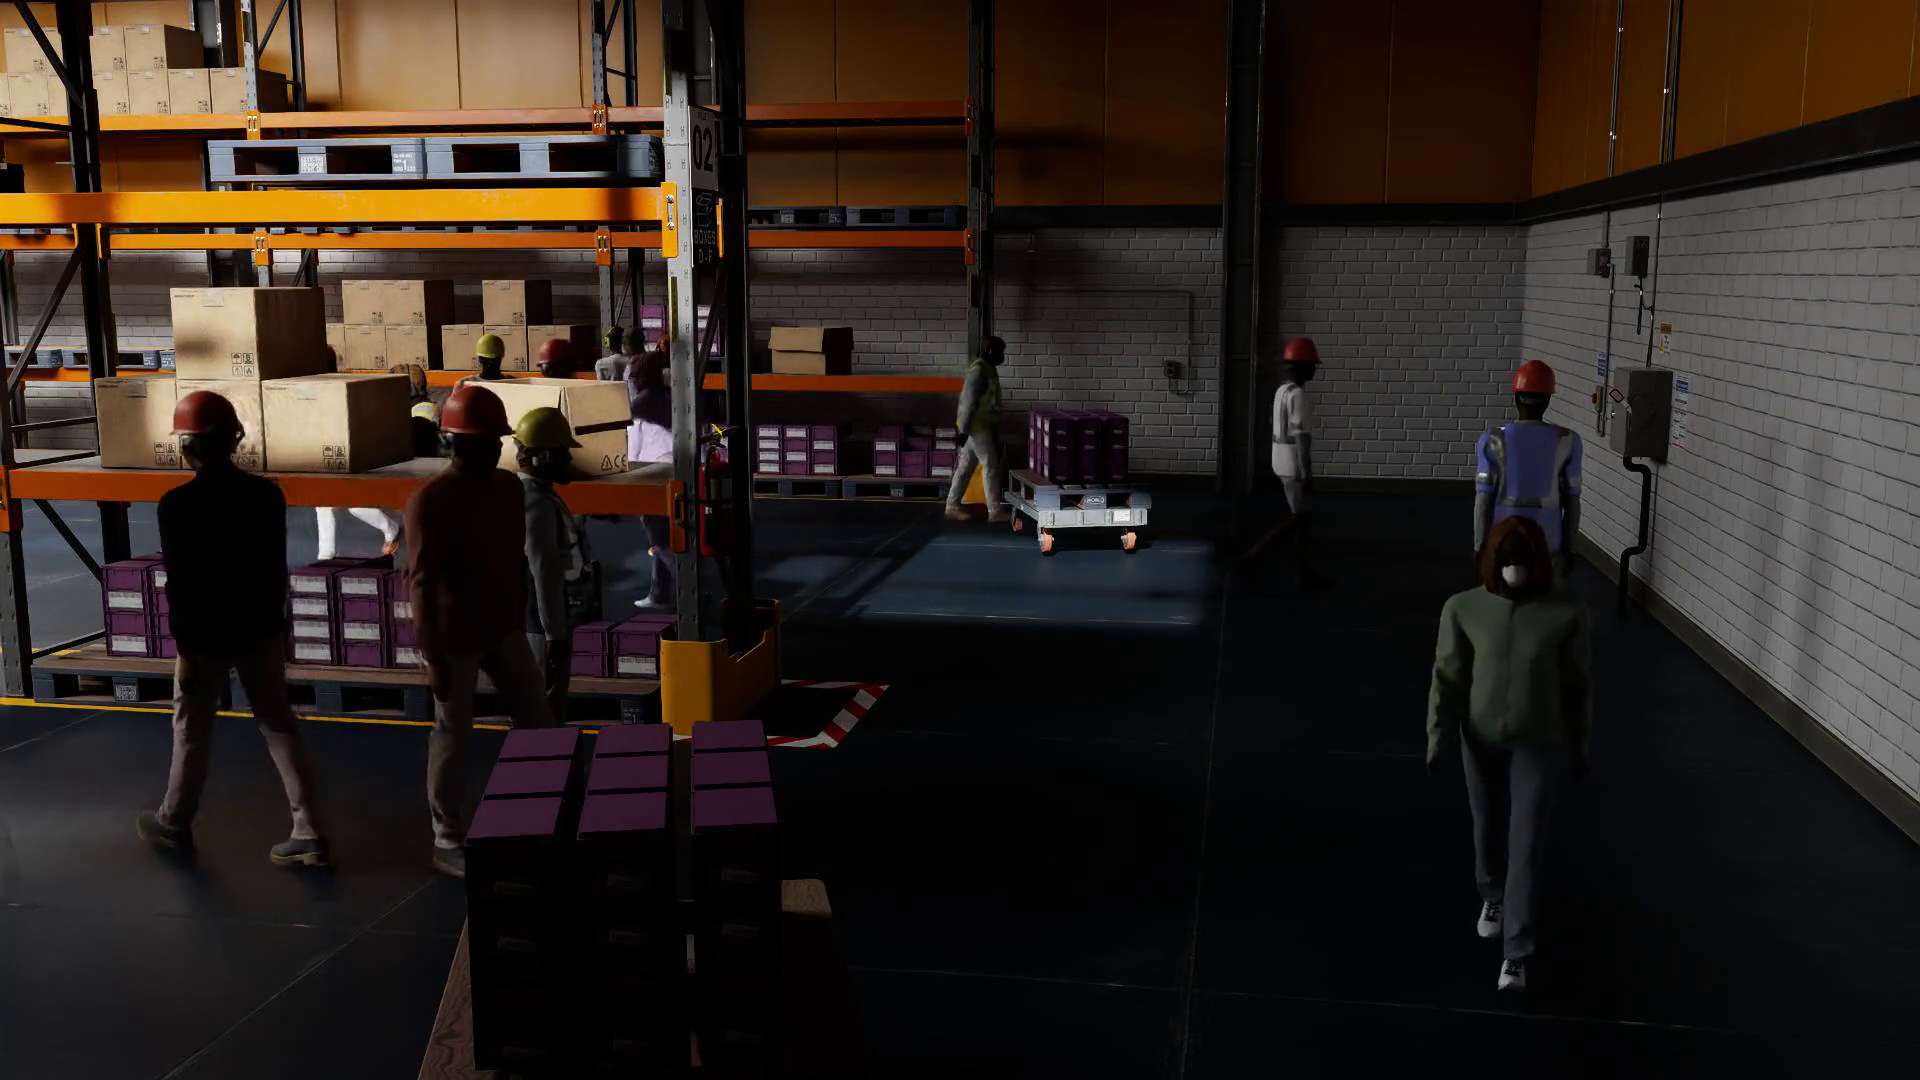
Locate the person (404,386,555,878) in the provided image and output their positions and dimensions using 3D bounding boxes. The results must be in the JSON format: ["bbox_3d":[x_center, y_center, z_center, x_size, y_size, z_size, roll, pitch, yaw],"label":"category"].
[{"bbox_3d":[-1.811,0.389,6.490,0.794,1.962,0.665,5,11,30],"label":"person"}]

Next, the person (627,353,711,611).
[{"bbox_3d":[-2.026,-0.366,11.556,0.890,1.872,0.645,7,11,36],"label":"person"}]

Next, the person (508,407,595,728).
[{"bbox_3d":[-1.802,0.332,7.274,0.404,1.828,0.603,-4,10,-24],"label":"person"}]

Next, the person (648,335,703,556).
[{"bbox_3d":[-2.441,-0.793,14.095,0.581,1.882,0.351,-8,12,-39],"label":"person"}]

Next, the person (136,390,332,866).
[{"bbox_3d":[-2.972,0.362,6.770,1.046,1.938,0.646,5,10,28],"label":"person"}]

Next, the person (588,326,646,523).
[{"bbox_3d":[-3.147,-1.074,15.825,0.917,1.894,0.619,-6,11,-32],"label":"person"}]

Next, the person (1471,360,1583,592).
[{"bbox_3d":[3.061,-0.003,9.022,0.553,1.935,0.361,2,9,13],"label":"person"}]

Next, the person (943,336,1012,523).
[{"bbox_3d":[0.230,-1.061,16.014,0.855,1.795,0.646,1,9,6],"label":"person"}]

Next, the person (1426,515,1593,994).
[{"bbox_3d":[1.891,0.700,5.742,0.530,1.583,0.869,4,10,23],"label":"person"}]

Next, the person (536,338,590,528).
[{"bbox_3d":[-2.642,-0.342,11.011,0.432,1.973,0.633,7,12,38],"label":"person"}]

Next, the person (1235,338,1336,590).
[{"bbox_3d":[2.467,-0.546,12.445,0.749,1.918,0.587,0,9,1],"label":"person"}]

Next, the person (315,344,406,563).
[{"bbox_3d":[-4.932,-0.671,13.455,0.644,1.850,0.838,6,11,31],"label":"person"}]

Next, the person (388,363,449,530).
[{"bbox_3d":[-3.471,-0.212,10.644,0.429,1.836,0.620,-3,10,-20],"label":"person"}]

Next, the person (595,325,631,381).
[{"bbox_3d":[-3.448,-1.231,16.852,0.513,1.872,0.328,-6,11,-33],"label":"person"}]

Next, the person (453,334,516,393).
[{"bbox_3d":[-3.749,-0.694,13.384,0.588,1.917,0.402,-5,10,-28],"label":"person"}]
